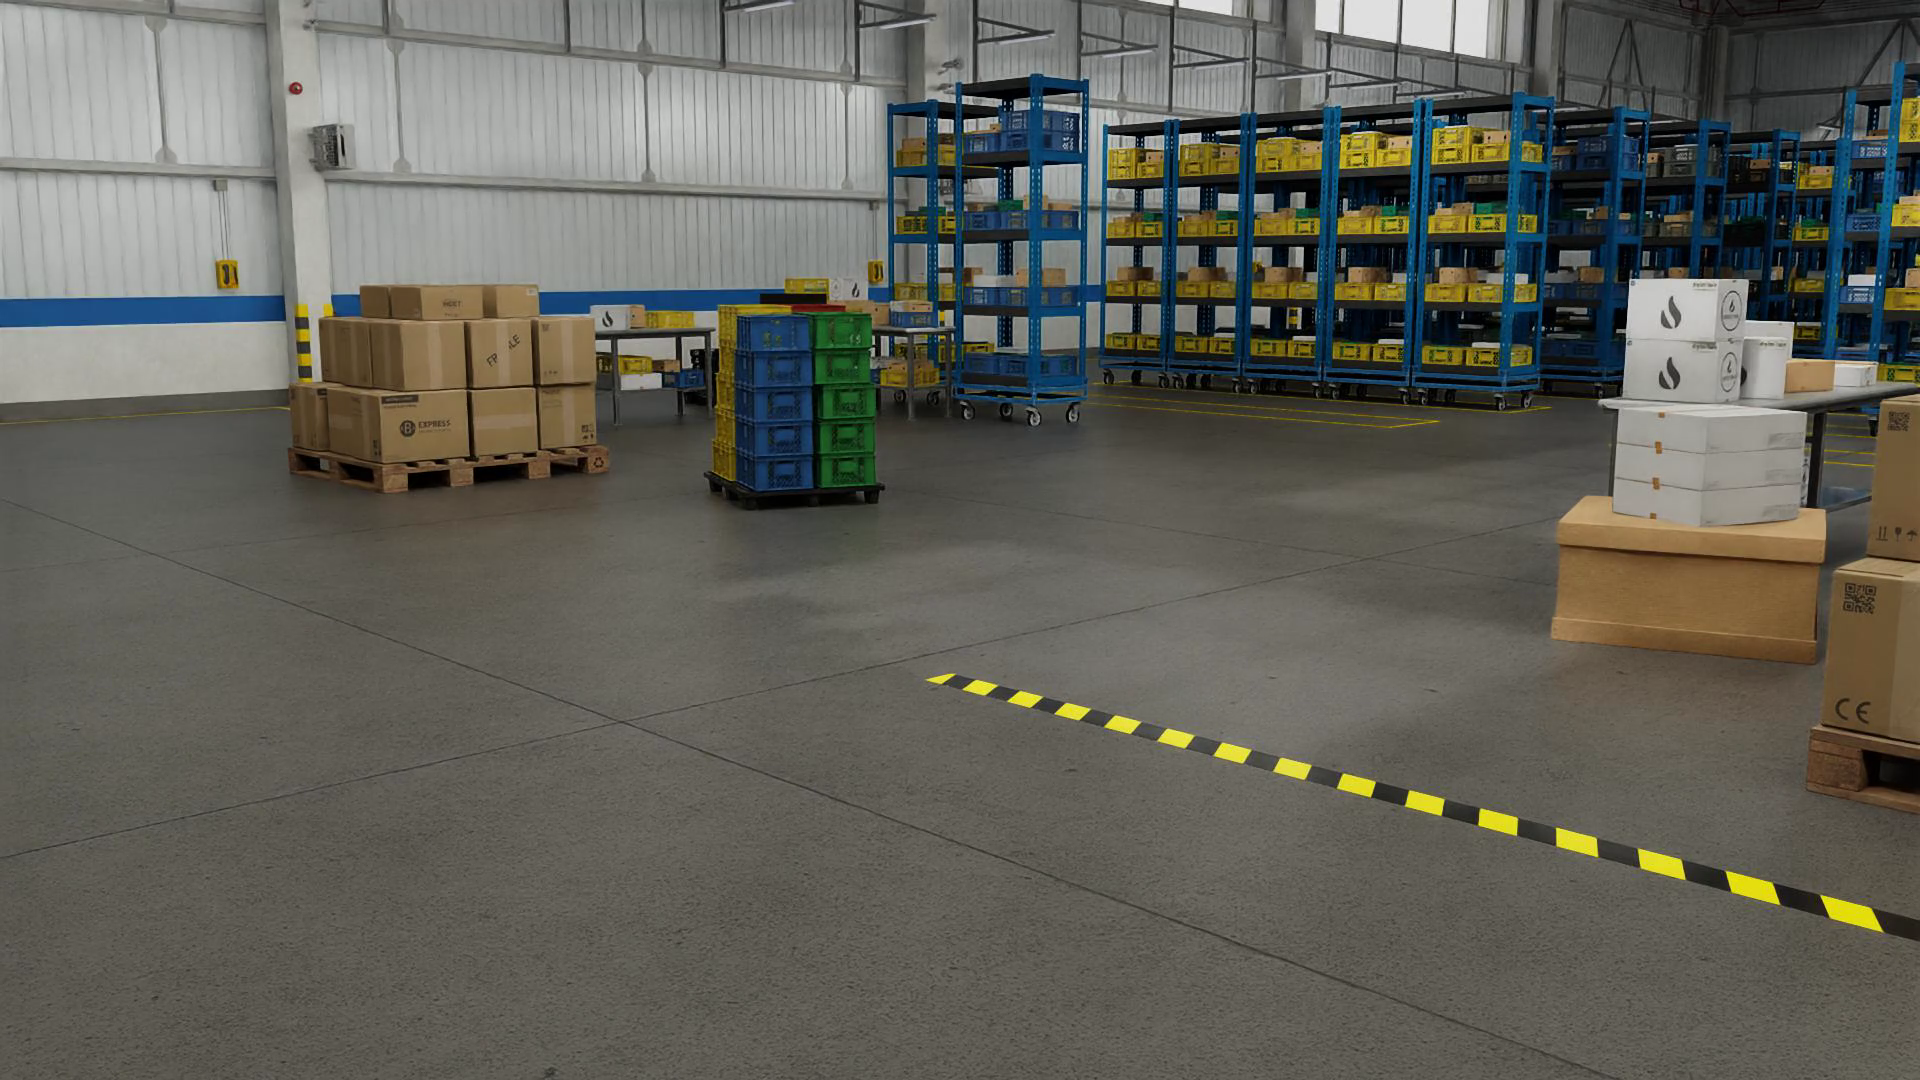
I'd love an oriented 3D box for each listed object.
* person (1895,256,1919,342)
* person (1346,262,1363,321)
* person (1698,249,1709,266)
[{"bbox_3d":[13.691,-3.211,24.052,0.404,1.837,0.590,5,11,27],"label":"person"},{"bbox_3d":[7.480,-4.316,30.837,0.569,1.800,0.958,8,12,39],"label":"person"},{"bbox_3d":[12.782,-4.056,28.713,0.608,1.987,0.409,6,11,34],"label":"person"}]
